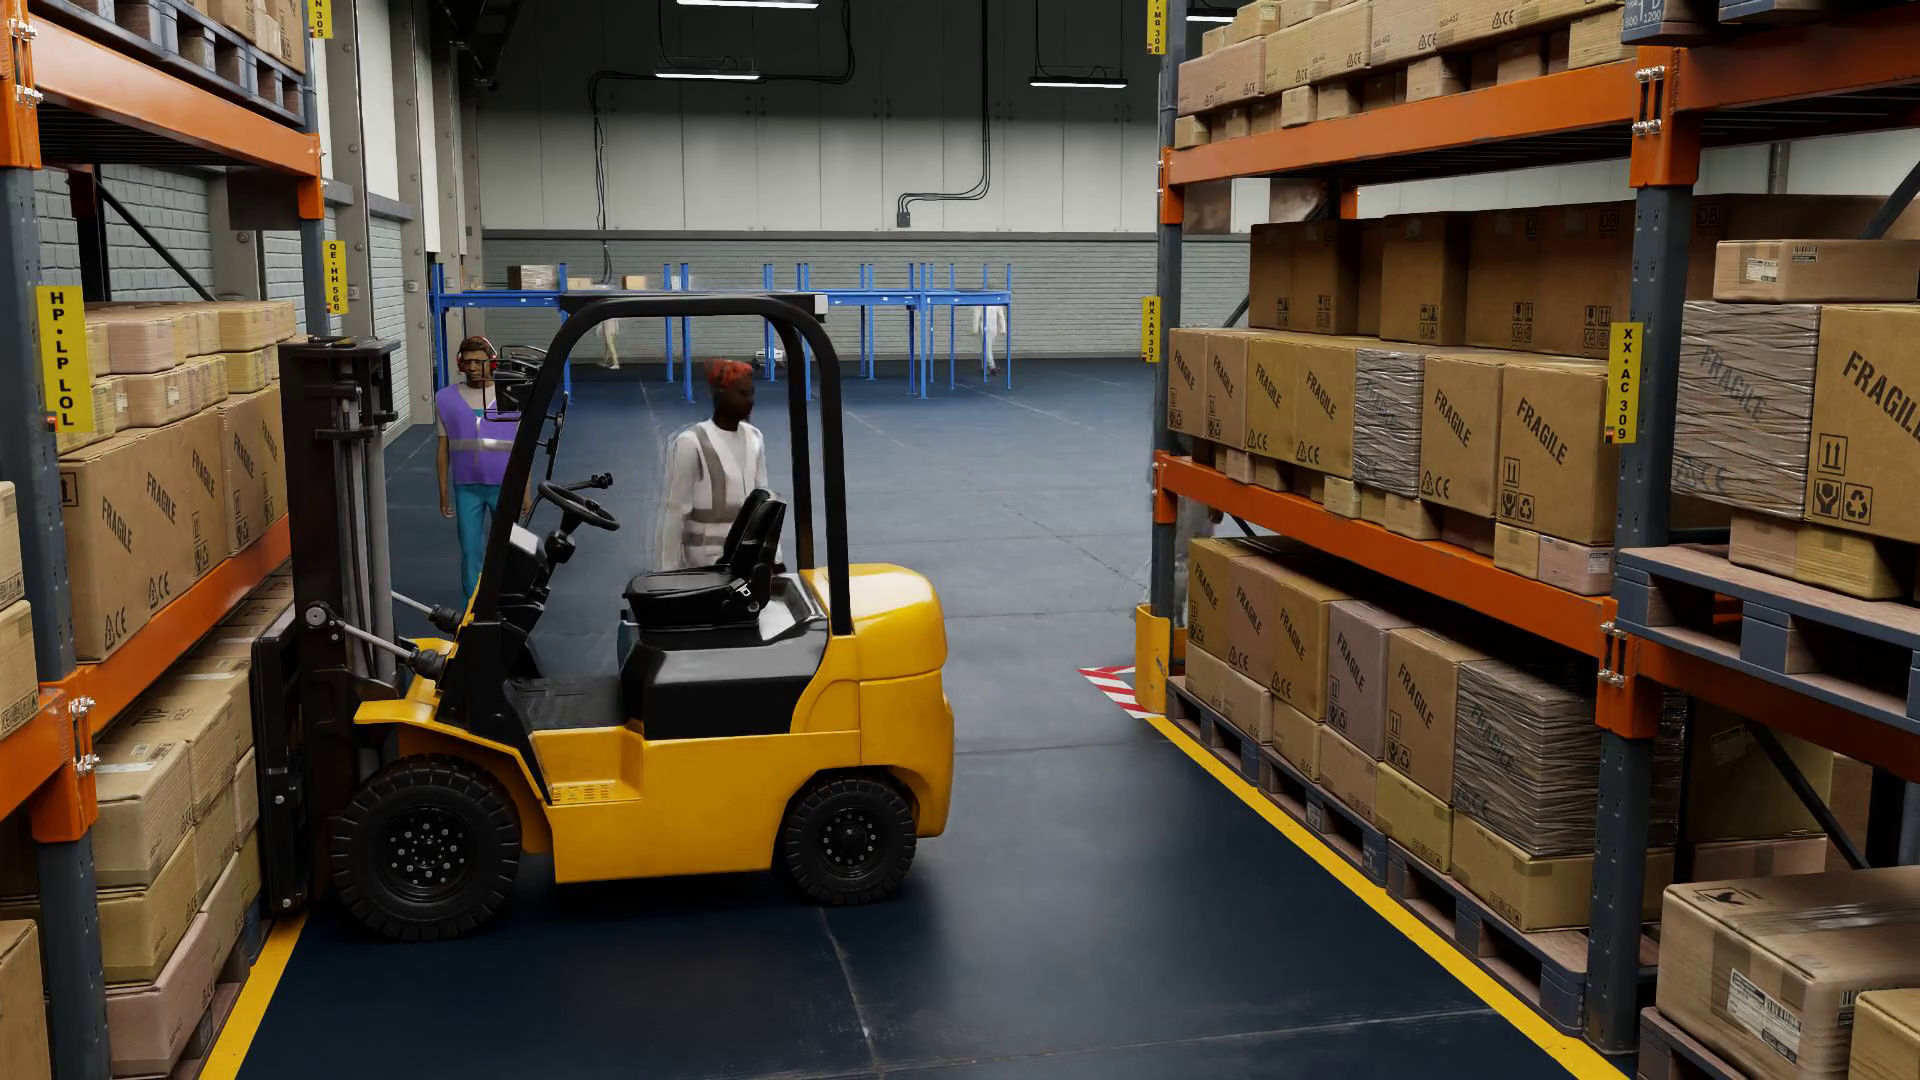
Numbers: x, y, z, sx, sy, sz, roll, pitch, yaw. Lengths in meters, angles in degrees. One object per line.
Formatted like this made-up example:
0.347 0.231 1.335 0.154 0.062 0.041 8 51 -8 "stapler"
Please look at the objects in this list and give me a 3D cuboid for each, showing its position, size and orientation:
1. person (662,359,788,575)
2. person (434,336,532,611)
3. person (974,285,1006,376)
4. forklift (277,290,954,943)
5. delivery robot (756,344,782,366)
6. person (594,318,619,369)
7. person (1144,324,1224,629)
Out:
-1.104 0.078 7.743 0.998 1.832 0.579 4 10 25 "person"
-2.872 -0.312 10.072 0.563 1.838 0.377 -1 9 -7 "person"
0.647 -4.362 34.621 0.652 1.876 1.043 -6 11 -31 "person"
-1.179 0.175 6.143 2.313 2.155 1.214 -2 10 -12 "forklift"
-4.241 -4.105 36.928 0.477 0.478 0.707 4 10 22 "delivery robot"
-7.864 -4.589 36.881 0.824 1.595 0.519 5 11 28 "person"
1.337 -0.292 9.705 0.451 1.923 0.623 -1 9 -3 "person"
